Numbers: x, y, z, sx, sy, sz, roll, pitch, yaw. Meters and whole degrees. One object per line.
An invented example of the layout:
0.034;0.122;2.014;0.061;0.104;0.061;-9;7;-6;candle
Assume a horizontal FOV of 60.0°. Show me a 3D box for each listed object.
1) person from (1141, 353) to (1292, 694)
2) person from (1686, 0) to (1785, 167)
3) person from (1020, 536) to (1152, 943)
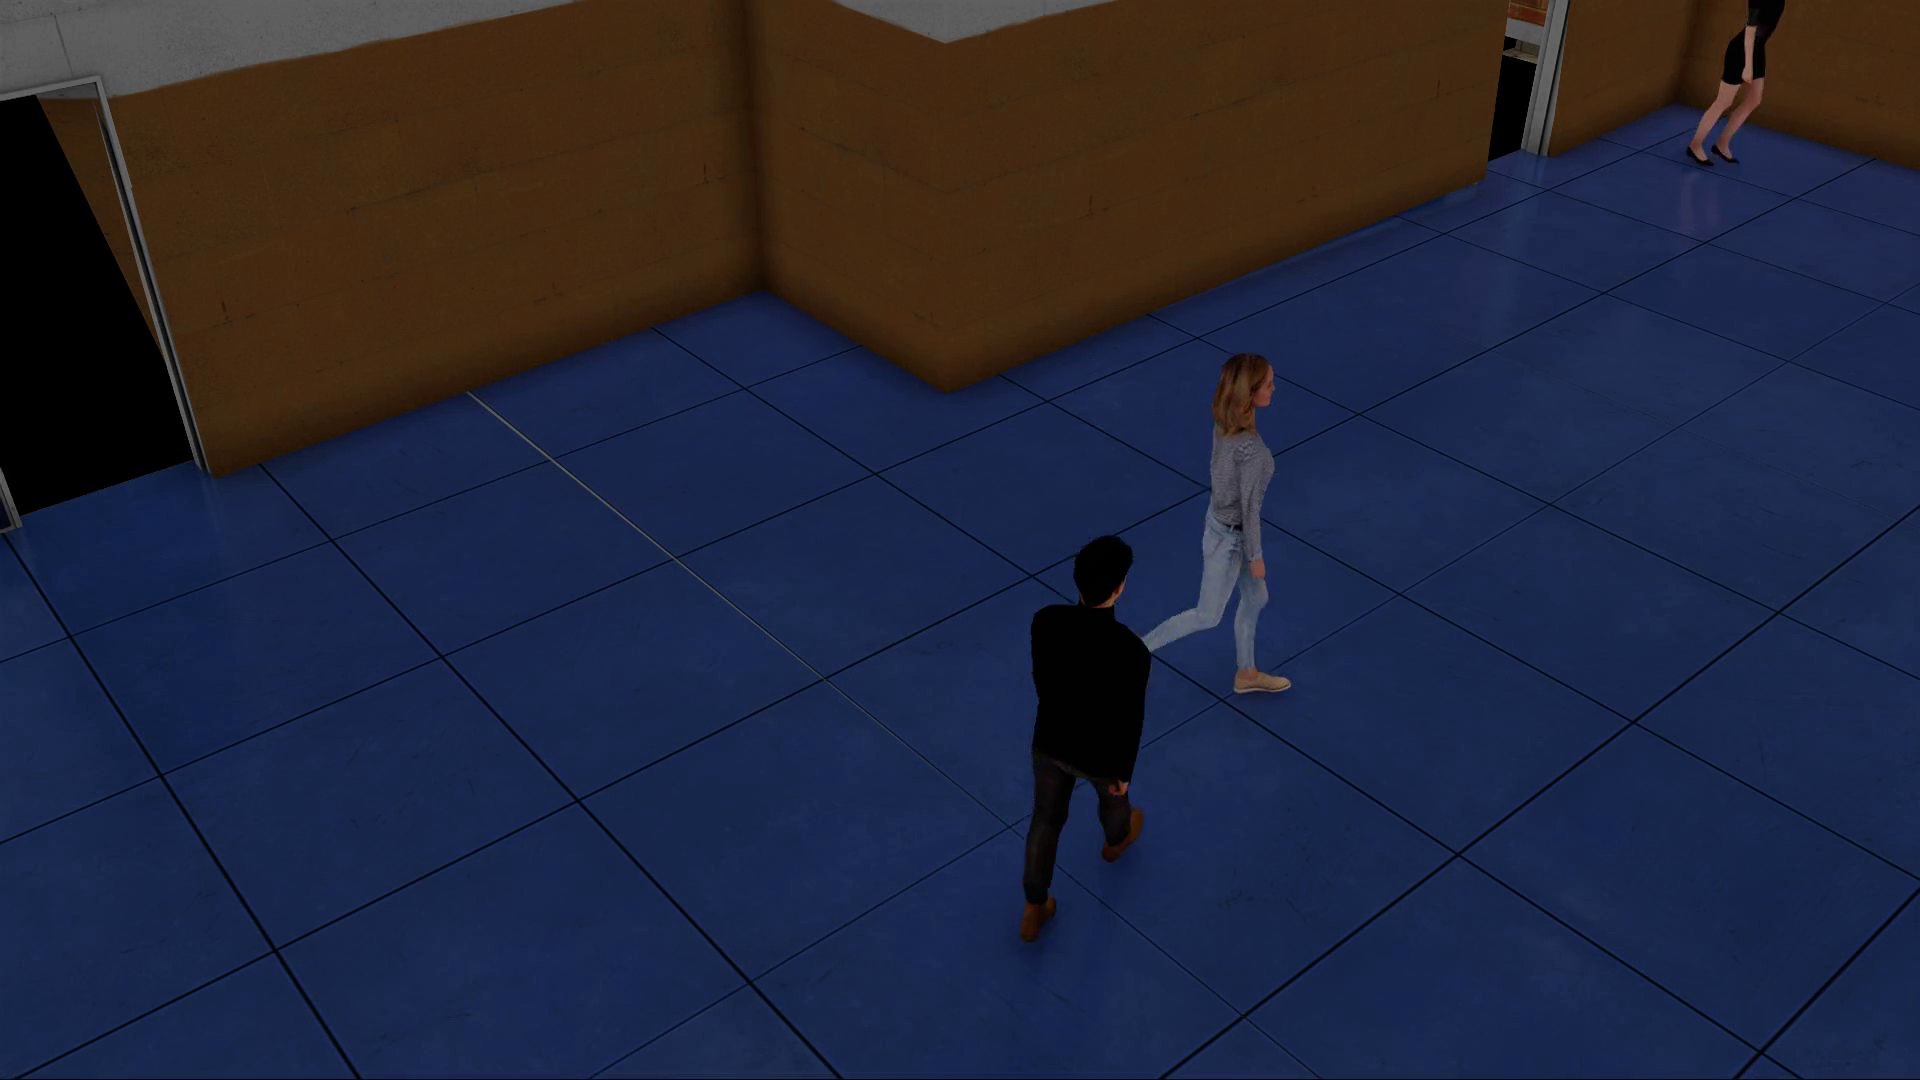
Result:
1.098;0.011;7.324;1.114;1.765;1.101;0;34;0;person
6.060;-3.776;12.986;0.688;1.799;0.622;21;39;28;person
0.418;0.779;6.242;1.128;1.684;1.008;15;36;21;person
